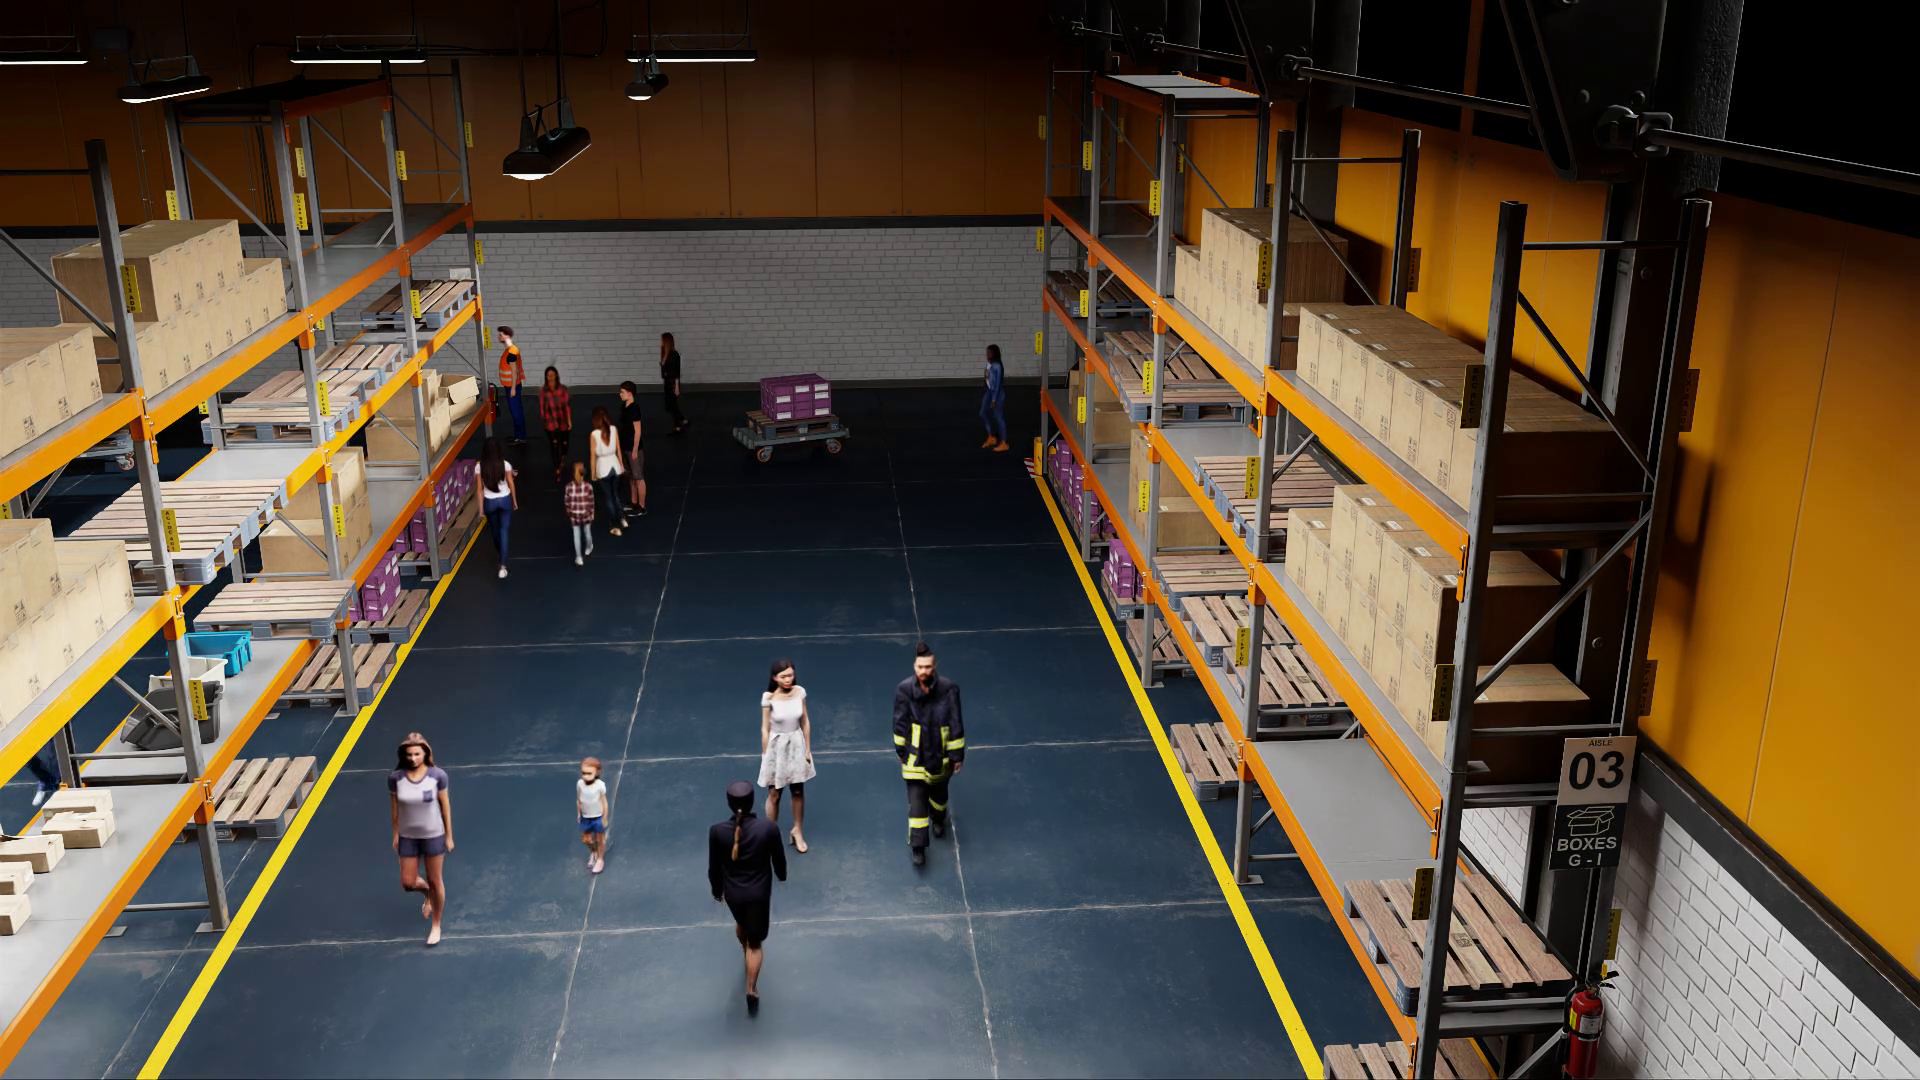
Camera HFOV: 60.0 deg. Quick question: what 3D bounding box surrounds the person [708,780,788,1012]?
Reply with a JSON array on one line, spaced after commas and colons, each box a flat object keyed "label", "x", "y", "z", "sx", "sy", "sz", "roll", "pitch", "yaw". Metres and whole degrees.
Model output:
[{"label": "person", "x": -1.505, "y": 2.552, "z": 11.811, "sx": 0.780, "sy": 1.626, "sz": 1.095, "roll": 1, "pitch": 19, "yaw": 2}]

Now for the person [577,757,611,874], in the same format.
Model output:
[{"label": "person", "x": -3.000, "y": 2.235, "z": 13.706, "sx": 0.479, "sy": 1.017, "sz": 0.489, "roll": 4, "pitch": 19, "yaw": 13}]

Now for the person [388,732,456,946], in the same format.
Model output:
[{"label": "person", "x": -4.074, "y": 2.216, "z": 12.661, "sx": 0.620, "sy": 1.721, "sz": 0.694, "roll": -1, "pitch": 19, "yaw": -2}]

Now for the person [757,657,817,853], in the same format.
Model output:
[{"label": "person", "x": -1.451, "y": 1.800, "z": 13.820, "sx": 0.755, "sy": 1.770, "sz": 0.765, "roll": -9, "pitch": 21, "yaw": -26}]

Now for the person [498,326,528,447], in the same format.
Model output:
[{"label": "person", "x": -7.064, "y": -2.451, "z": 26.262, "sx": 0.815, "sy": 1.884, "sz": 0.658, "roll": -7, "pitch": 20, "yaw": -19}]

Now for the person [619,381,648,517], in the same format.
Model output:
[{"label": "person", "x": -4.490, "y": -1.275, "z": 22.806, "sx": 0.819, "sy": 1.862, "sz": 0.694, "roll": -12, "pitch": 22, "yaw": -31}]

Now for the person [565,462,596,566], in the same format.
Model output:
[{"label": "person", "x": -4.762, "y": -0.301, "z": 20.840, "sx": 0.523, "sy": 1.271, "sz": 0.892, "roll": -2, "pitch": 19, "yaw": -6}]

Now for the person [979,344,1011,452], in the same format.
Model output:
[{"label": "person", "x": 0.634, "y": -2.213, "z": 25.857, "sx": 0.829, "sy": 1.691, "sz": 0.724, "roll": -7, "pitch": 20, "yaw": -21}]

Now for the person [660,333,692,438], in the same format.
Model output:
[{"label": "person", "x": -4.517, "y": -2.481, "z": 26.640, "sx": 0.801, "sy": 1.701, "sz": 0.724, "roll": -10, "pitch": 21, "yaw": -28}]

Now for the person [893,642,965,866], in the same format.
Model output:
[{"label": "person", "x": -0.243, "y": 1.724, "z": 13.969, "sx": 0.739, "sy": 1.819, "sz": 1.109, "roll": -1, "pitch": 19, "yaw": -3}]

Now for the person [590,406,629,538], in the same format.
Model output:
[{"label": "person", "x": -4.546, "y": -0.863, "z": 21.729, "sx": 0.742, "sy": 1.768, "sz": 0.793, "roll": -14, "pitch": 23, "yaw": -36}]

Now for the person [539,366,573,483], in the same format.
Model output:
[{"label": "person", "x": -5.911, "y": -1.729, "z": 24.453, "sx": 0.729, "sy": 1.670, "sz": 1.107, "roll": -5, "pitch": 19, "yaw": -15}]

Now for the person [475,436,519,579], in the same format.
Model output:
[{"label": "person", "x": -5.639, "y": -0.358, "z": 20.294, "sx": 0.680, "sy": 1.728, "sz": 1.151, "roll": -3, "pitch": 19, "yaw": -10}]
